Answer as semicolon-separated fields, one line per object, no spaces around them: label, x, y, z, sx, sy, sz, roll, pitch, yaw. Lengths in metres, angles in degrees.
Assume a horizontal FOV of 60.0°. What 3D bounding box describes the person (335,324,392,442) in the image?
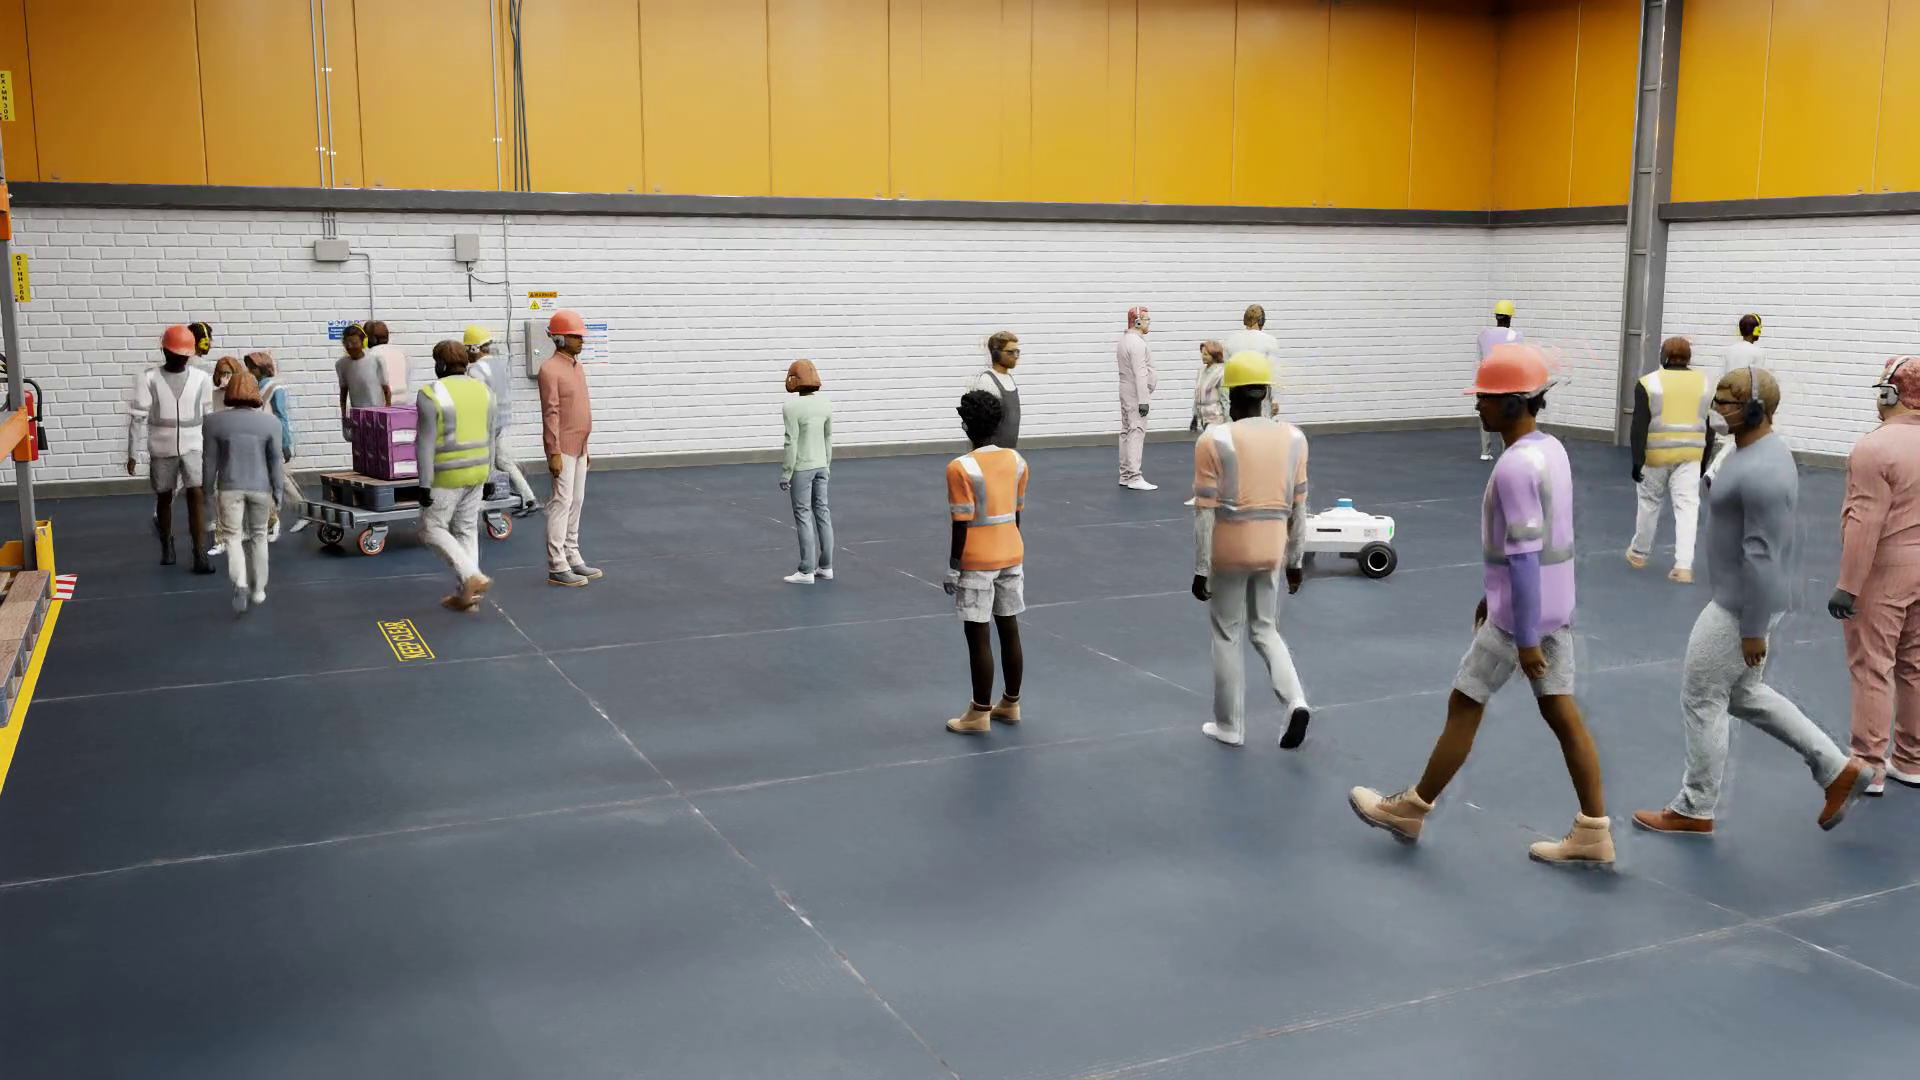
person;-5.522;-1.108;15.465;0.527;1.779;1.030;2;9;10

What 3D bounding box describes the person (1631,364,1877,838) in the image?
person;3.170;0.266;6.541;0.789;1.915;0.632;4;10;25

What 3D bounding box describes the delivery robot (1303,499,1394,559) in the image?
delivery robot;2.886;-0.066;12.501;0.707;0.478;0.477;1;9;8

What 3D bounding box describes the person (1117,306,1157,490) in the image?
person;1.857;-1.480;17.383;0.409;1.909;0.642;-2;9;-10

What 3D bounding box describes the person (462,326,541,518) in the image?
person;-4.307;-1.069;15.229;0.907;1.785;0.616;1;9;8

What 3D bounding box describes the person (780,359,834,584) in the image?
person;-1.120;-0.498;12.136;0.267;1.632;0.507;7;11;35

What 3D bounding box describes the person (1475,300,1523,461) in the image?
person;6.441;-1.889;19.856;0.587;1.928;0.381;9;13;44

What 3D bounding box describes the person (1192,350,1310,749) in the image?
person;1.369;0.068;7.791;0.588;1.909;0.631;-3;10;-20

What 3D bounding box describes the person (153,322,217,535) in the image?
person;-6.616;-0.945;14.296;0.568;1.841;0.732;3;10;17

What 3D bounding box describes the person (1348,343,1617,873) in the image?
person;2.071;0.252;6.365;1.030;1.985;0.622;6;11;35

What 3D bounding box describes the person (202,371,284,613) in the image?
person;-4.783;-0.322;11.126;0.527;1.605;0.741;-4;10;-26

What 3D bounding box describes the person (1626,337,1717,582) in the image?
person;5.287;-0.611;12.381;0.638;1.786;0.973;1;9;7

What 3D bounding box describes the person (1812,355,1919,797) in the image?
person;4.034;0.156;7.233;0.654;1.906;0.406;-4;10;-23

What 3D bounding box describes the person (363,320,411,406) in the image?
person;-5.438;-1.185;15.852;0.739;1.819;0.625;5;10;27

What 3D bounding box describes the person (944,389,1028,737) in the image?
person;0.122;0.112;8.151;0.322;1.698;0.533;8;12;41

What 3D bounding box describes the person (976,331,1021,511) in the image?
person;0.278;-0.611;12.227;0.423;1.837;0.538;4;10;25

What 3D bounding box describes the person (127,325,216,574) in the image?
person;-5.977;-0.690;12.612;0.630;1.875;0.965;-6;11;-32

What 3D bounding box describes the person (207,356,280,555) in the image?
person;-5.882;-0.715;13.612;0.498;1.599;0.806;1;9;8

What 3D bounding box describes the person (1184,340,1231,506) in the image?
person;2.536;-1.148;16.227;0.725;1.611;0.507;-3;10;-17

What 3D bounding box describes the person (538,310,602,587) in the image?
person;-2.834;-0.669;12.074;0.388;1.992;0.625;1;9;8

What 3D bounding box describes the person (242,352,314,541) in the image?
person;-5.912;-0.806;14.218;0.523;1.599;0.877;7;11;37

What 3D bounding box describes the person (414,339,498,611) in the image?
person;-3.305;-0.407;10.969;0.491;1.823;0.643;6;11;31

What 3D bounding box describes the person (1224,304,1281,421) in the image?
person;3.007;-1.450;17.104;0.631;1.939;0.372;7;12;39

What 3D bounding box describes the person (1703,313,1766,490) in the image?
person;7.869;-1.340;16.674;0.611;1.854;0.552;-3;10;-17
